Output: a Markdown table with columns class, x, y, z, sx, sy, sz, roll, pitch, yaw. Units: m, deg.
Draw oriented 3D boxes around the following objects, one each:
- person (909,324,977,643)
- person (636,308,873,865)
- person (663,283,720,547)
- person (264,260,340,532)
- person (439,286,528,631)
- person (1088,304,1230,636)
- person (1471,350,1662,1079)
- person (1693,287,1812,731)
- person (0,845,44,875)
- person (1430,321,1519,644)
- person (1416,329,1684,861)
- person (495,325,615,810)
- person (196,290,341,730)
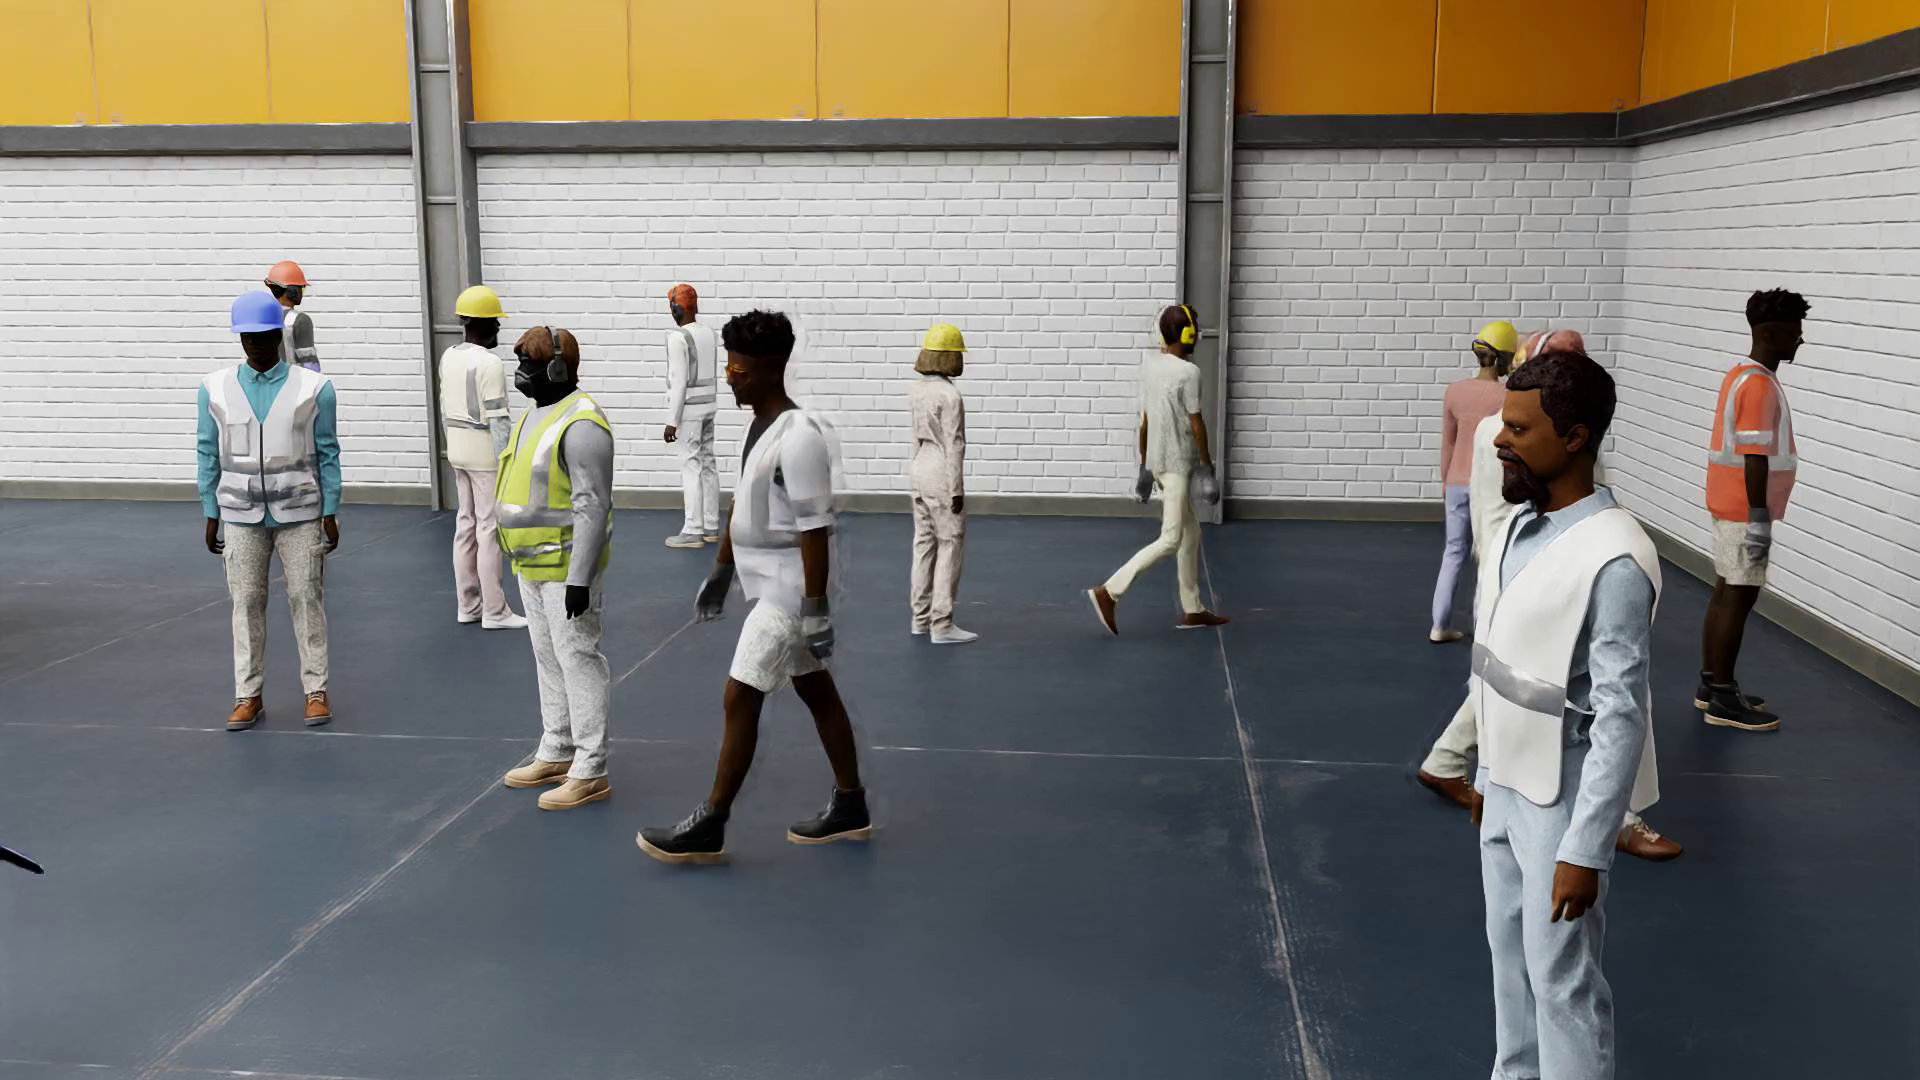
| class | x | y | z | sx | sy | sz | roll | pitch | yaw |
| --- | --- | --- | --- | --- | --- | --- | --- | --- | --- |
| person | -0.104 | -0.311 | 9.088 | 0.322 | 1.732 | 0.492 | -6 | 12 | -32 |
| person | -0.729 | 0.171 | 5.767 | 0.952 | 1.917 | 0.625 | -2 | 10 | -13 |
| person | -1.930 | -0.887 | 11.937 | 0.354 | 1.884 | 0.573 | 4 | 11 | 21 |
| person | -5.010 | -1.068 | 12.517 | 0.608 | 2.044 | 0.370 | 5 | 11 | 28 |
| person | -2.676 | -0.453 | 9.332 | 0.588 | 1.927 | 0.370 | 9 | 14 | 43 |
| person | 1.117 | -0.380 | 9.190 | 0.841 | 1.835 | 0.529 | -4 | 11 | -20 |
| person | 1.269 | 0.557 | 3.582 | 0.393 | 1.917 | 0.589 | -1 | 10 | -4 |
| person | 3.547 | -0.146 | 7.462 | 0.368 | 1.961 | 0.613 | 3 | 10 | 17 |
| person | -0.637 | 0.987 | 1.058 | 0.786 | 1.923 | 0.622 | -6 | 11 | -30 |
| person | 2.776 | -0.275 | 8.811 | 0.341 | 1.754 | 0.533 | -7 | 12 | -34 |
| person | 2.124 | 0.166 | 6.003 | 0.991 | 1.856 | 0.643 | 7 | 12 | 34 |
| person | -1.557 | 0.102 | 6.402 | 0.429 | 1.844 | 0.627 | -7 | 12 | -35 |
| person | -3.068 | -0.129 | 7.415 | 0.601 | 1.948 | 0.386 | -2 | 10 | -13 |
